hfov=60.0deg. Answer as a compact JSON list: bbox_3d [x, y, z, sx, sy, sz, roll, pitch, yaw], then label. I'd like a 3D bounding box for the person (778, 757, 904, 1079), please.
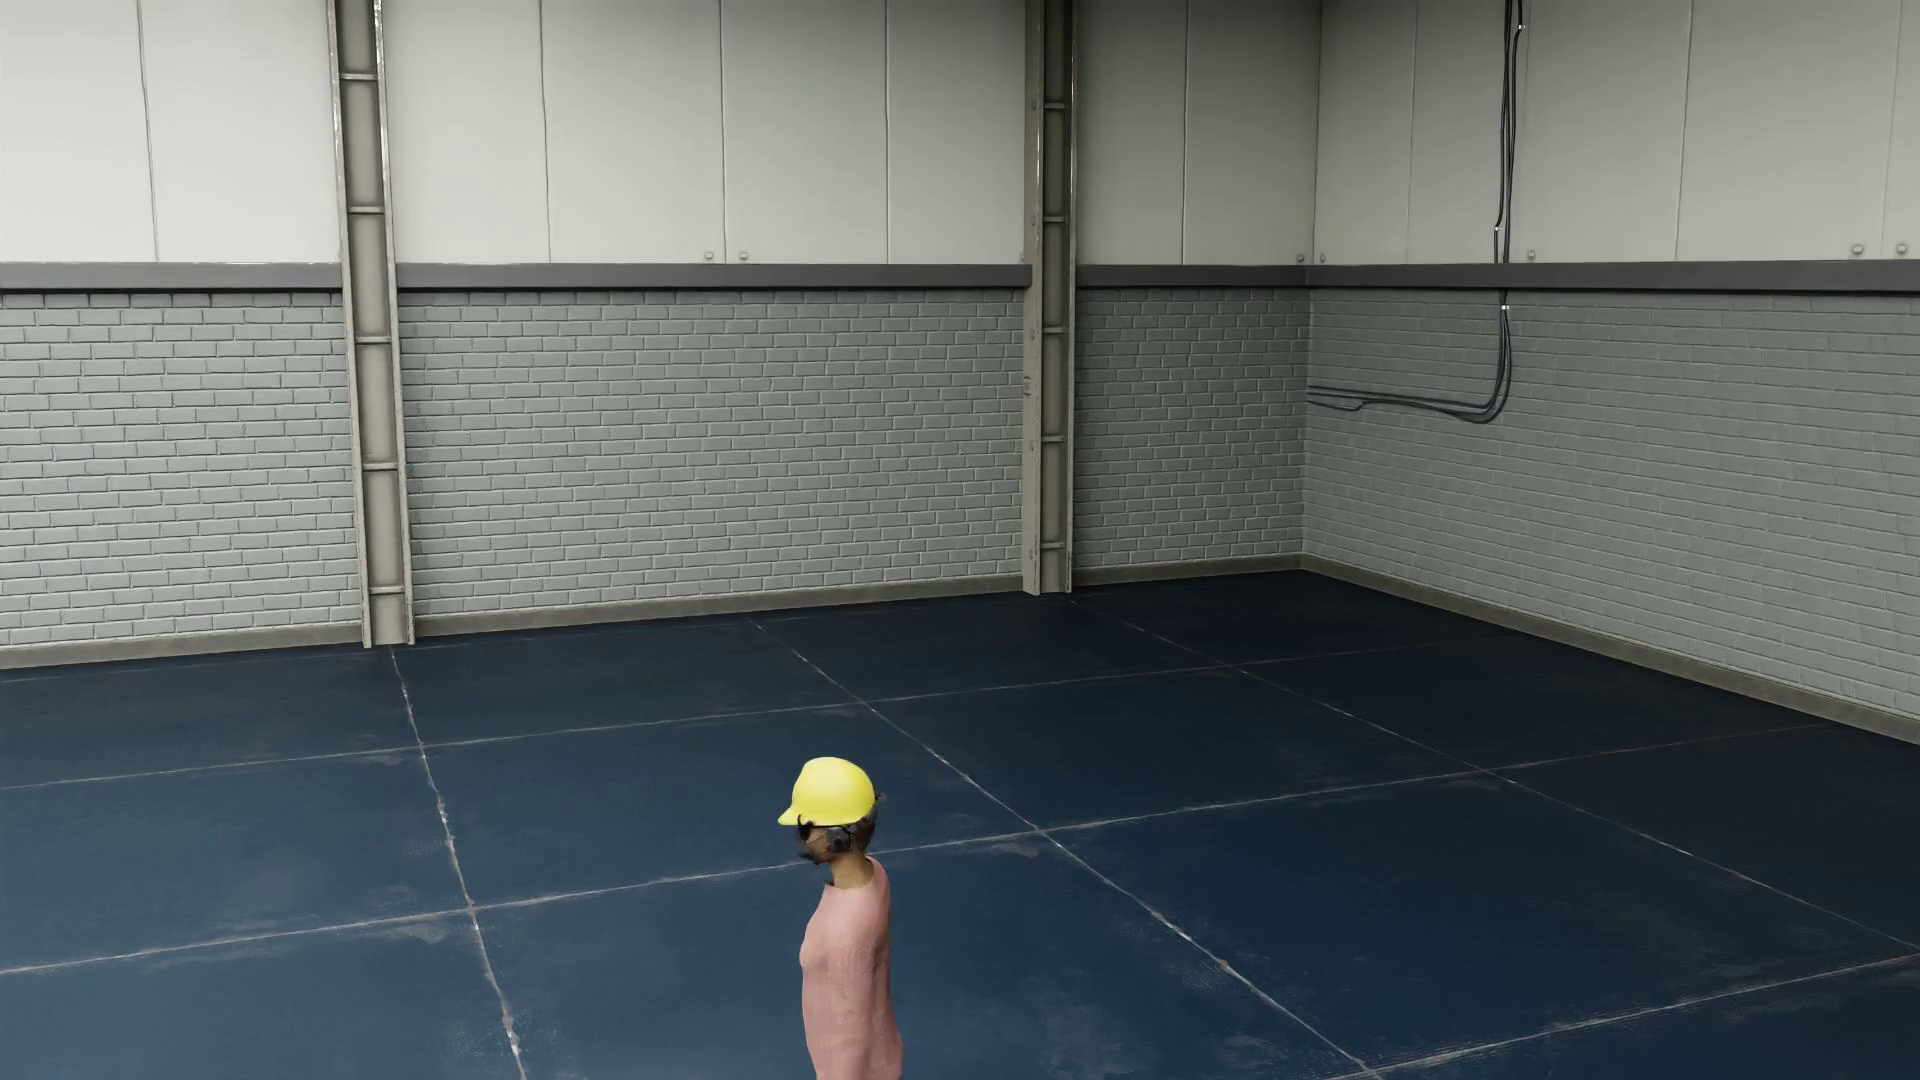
[{"bbox_3d":[-0.319,1.446,4.507,0.330,1.765,0.532,0,9,1],"label":"person"}]
